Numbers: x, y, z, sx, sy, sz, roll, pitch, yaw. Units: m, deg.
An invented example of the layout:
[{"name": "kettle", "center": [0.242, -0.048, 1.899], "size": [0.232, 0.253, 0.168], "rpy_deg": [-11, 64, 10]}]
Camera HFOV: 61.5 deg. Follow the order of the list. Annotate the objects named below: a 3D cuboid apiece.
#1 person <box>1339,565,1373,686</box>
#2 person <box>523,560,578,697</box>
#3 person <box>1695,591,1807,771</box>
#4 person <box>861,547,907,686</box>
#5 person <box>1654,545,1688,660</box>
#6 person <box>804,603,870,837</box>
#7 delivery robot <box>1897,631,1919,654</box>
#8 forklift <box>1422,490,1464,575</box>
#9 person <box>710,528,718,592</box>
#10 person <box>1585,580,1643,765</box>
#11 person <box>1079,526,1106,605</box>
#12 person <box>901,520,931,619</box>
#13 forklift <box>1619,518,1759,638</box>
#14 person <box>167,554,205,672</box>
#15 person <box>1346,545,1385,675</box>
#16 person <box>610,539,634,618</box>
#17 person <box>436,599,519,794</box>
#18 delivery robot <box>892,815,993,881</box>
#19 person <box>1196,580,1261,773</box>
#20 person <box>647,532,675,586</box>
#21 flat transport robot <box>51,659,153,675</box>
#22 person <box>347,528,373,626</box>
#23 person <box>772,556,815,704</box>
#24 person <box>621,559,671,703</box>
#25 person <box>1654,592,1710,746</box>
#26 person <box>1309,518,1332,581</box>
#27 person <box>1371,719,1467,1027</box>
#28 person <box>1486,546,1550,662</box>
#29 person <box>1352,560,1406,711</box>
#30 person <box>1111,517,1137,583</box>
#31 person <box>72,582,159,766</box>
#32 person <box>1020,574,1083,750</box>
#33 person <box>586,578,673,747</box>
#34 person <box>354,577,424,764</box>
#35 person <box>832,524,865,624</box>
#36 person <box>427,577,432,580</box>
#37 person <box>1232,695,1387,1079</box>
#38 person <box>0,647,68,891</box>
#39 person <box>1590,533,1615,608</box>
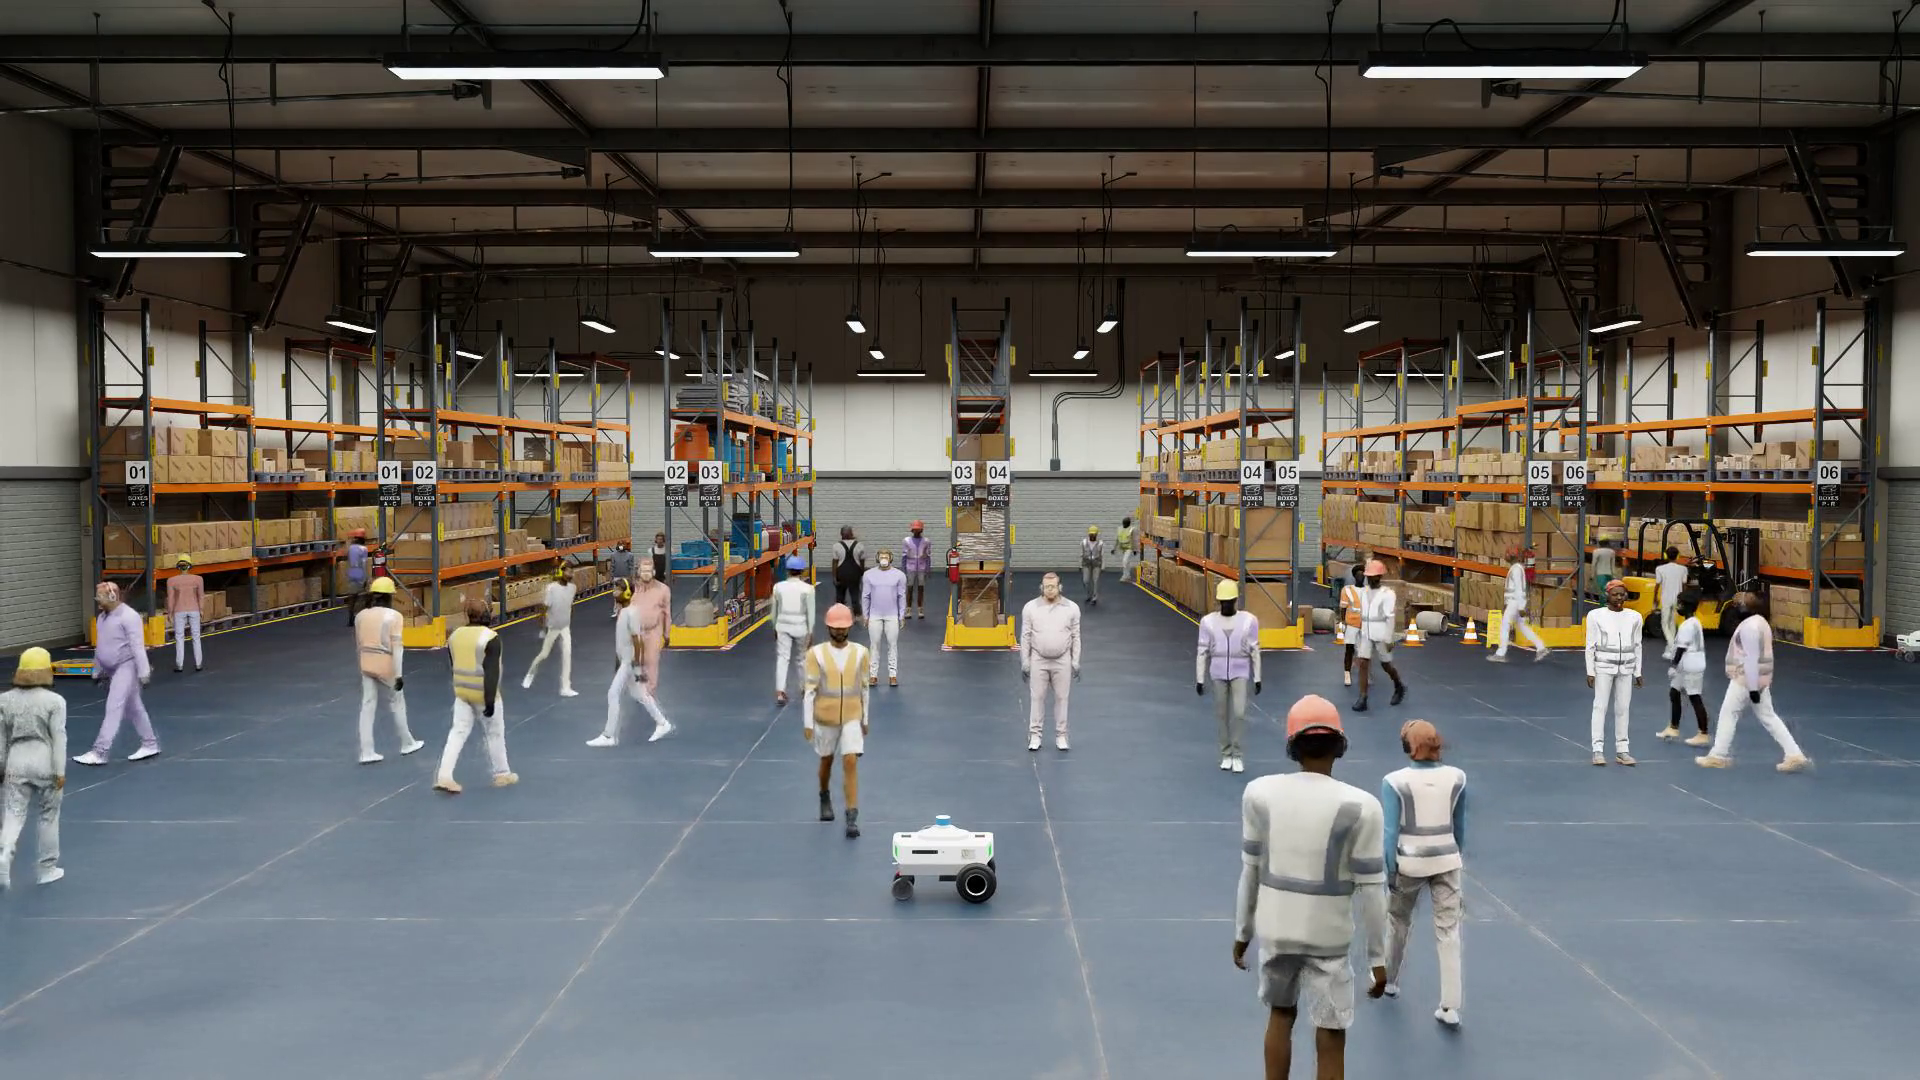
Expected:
[{"name": "person", "center": [5.592, 1.192, 22.643], "size": [0.535, 1.697, 0.318], "rpy_deg": [0, 2, 0]}, {"name": "person", "center": [-5.489, 1.171, 21.745], "size": [0.891, 1.826, 0.552], "rpy_deg": [2, 3, 42]}, {"name": "person", "center": [7.946, 1.408, 16.132], "size": [0.981, 1.796, 0.611], "rpy_deg": [2, 3, 42]}, {"name": "person", "center": [-1.065, 1.074, 22.622], "size": [0.631, 1.940, 0.372], "rpy_deg": [0, 2, 0]}, {"name": "person", "center": [11.348, 0.997, 25.743], "size": [0.518, 1.851, 0.771], "rpy_deg": [0, 2, 6]}, {"name": "person", "center": [-1.035, 1.461, 13.525], "size": [0.562, 1.895, 0.991], "rpy_deg": [-1, 2, -13]}, {"name": "delivery robot", "center": [15.273, 1.612, 25.605], "size": [0.707, 0.478, 0.477], "rpy_deg": [0, 2, 0]}, {"name": "forklift", "center": [13.926, -0.371, 47.846], "size": [1.873, 2.768, 1.129], "rpy_deg": [0, 2, 0]}, {"name": "person", "center": [-6.221, 0.504, 40.999], "size": [0.498, 1.616, 0.408], "rpy_deg": [0, 2, 7]}, {"name": "person", "center": [6.678, 1.346, 16.479], "size": [0.575, 1.883, 0.355], "rpy_deg": [0, 2, 0]}, {"name": "person", "center": [2.988, 0.582, 36.513], "size": [0.623, 1.810, 0.613], "rpy_deg": [0, 2, 11]}, {"name": "person", "center": [-0.908, 0.613, 33.353], "size": [0.637, 2.025, 0.460], "rpy_deg": [-1, 2, -13]}, {"name": "forklift", "center": [13.417, 0.684, 29.791], "size": [2.313, 2.155, 1.214], "rpy_deg": [0, 2, 0]}, {"name": "person", "center": [-11.644, 1.097, 24.281], "size": [0.524, 1.760, 0.328], "rpy_deg": [-2, 3, -34]}, {"name": "person", "center": [6.017, 1.027, 24.055], "size": [0.639, 1.918, 0.625], "rpy_deg": [-1, 2, -19]}, {"name": "person", "center": [-7.021, 0.790, 33.511], "size": [0.500, 1.636, 0.284], "rpy_deg": [0, 2, 0]}, {"name": "person", "center": [-4.548, 1.449, 15.080], "size": [0.628, 1.800, 0.961], "rpy_deg": [1, 3, 26]}, {"name": "delivery robot", "center": [-0.121, 2.179, 11.324], "size": [0.707, 0.478, 0.477], "rpy_deg": [0, 2, 0]}, {"name": "person", "center": [2.647, 1.351, 15.993], "size": [0.629, 1.899, 0.713], "rpy_deg": [1, 2, 16]}, {"name": "person", "center": [-5.950, 0.760, 32.022], "size": [0.546, 1.814, 0.773], "rpy_deg": [0, 2, -5]}, {"name": "flat transport robot", "center": [-12.715, 1.874, 23.691], "size": [1.431, 0.197, 0.652], "rpy_deg": [0, 2, 0]}, {"name": "person", "center": [-11.757, 0.727, 31.720], "size": [0.560, 1.914, 0.683], "rpy_deg": [1, 2, 24]}, {"name": "person", "center": [-2.175, 1.159, 20.987], "size": [0.610, 1.903, 0.993], "rpy_deg": [0, 2, 9]}, {"name": "person", "center": [-4.046, 1.176, 20.802], "size": [0.647, 1.881, 0.863], "rpy_deg": [0, 2, -4]}, {"name": "person", "center": [7.864, 1.405, 17.646], "size": [0.703, 1.670, 0.540], "rpy_deg": [1, 3, 28]}, {"name": "person", "center": [10.224, 0.259, 44.968], "size": [0.896, 1.799, 0.607], "rpy_deg": [1, 2, 19]}, {"name": "person", "center": [2.524, 1.786, 8.873], "size": [0.530, 1.604, 0.831], "rpy_deg": [0, 2, -6]}, {"name": "person", "center": [8.828, 1.011, 25.463], "size": [0.902, 1.851, 0.574], "rpy_deg": [1, 3, 25]}, {"name": "person", "center": [5.309, 1.187, 20.402], "size": [0.941, 1.902, 0.550], "rpy_deg": [-2, 3, -40]}, {"name": "person", "center": [4.457, 0.282, 44.186], "size": [0.662, 1.804, 0.821], "rpy_deg": [2, 3, 44]}, {"name": "person", "center": [-8.637, 1.359, 16.461], "size": [0.657, 1.853, 0.971], "rpy_deg": [2, 3, 38]}, {"name": "person", "center": [0.975, 1.310, 17.328], "size": [0.664, 1.894, 0.426], "rpy_deg": [0, 2, 3]}, {"name": "person", "center": [-3.601, 1.323, 17.730], "size": [0.936, 1.838, 0.529], "rpy_deg": [-1, 2, -22]}, {"name": "person", "center": [-5.921, 1.329, 16.719], "size": [0.617, 1.888, 0.899], "rpy_deg": [1, 2, 17]}, {"name": "person", "center": [-2.214, 0.671, 32.013], "size": [0.688, 2.000, 1.031], "rpy_deg": [-1, 2, -16]}, {"name": "person", "center": [-11.780, 0.615, 35.982], "size": [0.612, 1.788, 0.931], "rpy_deg": [0, 2, 12]}, {"name": "person", "center": [1.461, 1.671, 6.801], "size": [0.693, 2.016, 0.542], "rpy_deg": [1, 3, 31]}, {"name": "person", "center": [-6.620, 1.622, 11.480], "size": [0.492, 1.718, 0.688], "rpy_deg": [0, 2, -8]}, {"name": "person", "center": [13.519, 0.724, 33.802], "size": [0.532, 1.744, 0.708], "rpy_deg": [-1, 2, -18]}]
